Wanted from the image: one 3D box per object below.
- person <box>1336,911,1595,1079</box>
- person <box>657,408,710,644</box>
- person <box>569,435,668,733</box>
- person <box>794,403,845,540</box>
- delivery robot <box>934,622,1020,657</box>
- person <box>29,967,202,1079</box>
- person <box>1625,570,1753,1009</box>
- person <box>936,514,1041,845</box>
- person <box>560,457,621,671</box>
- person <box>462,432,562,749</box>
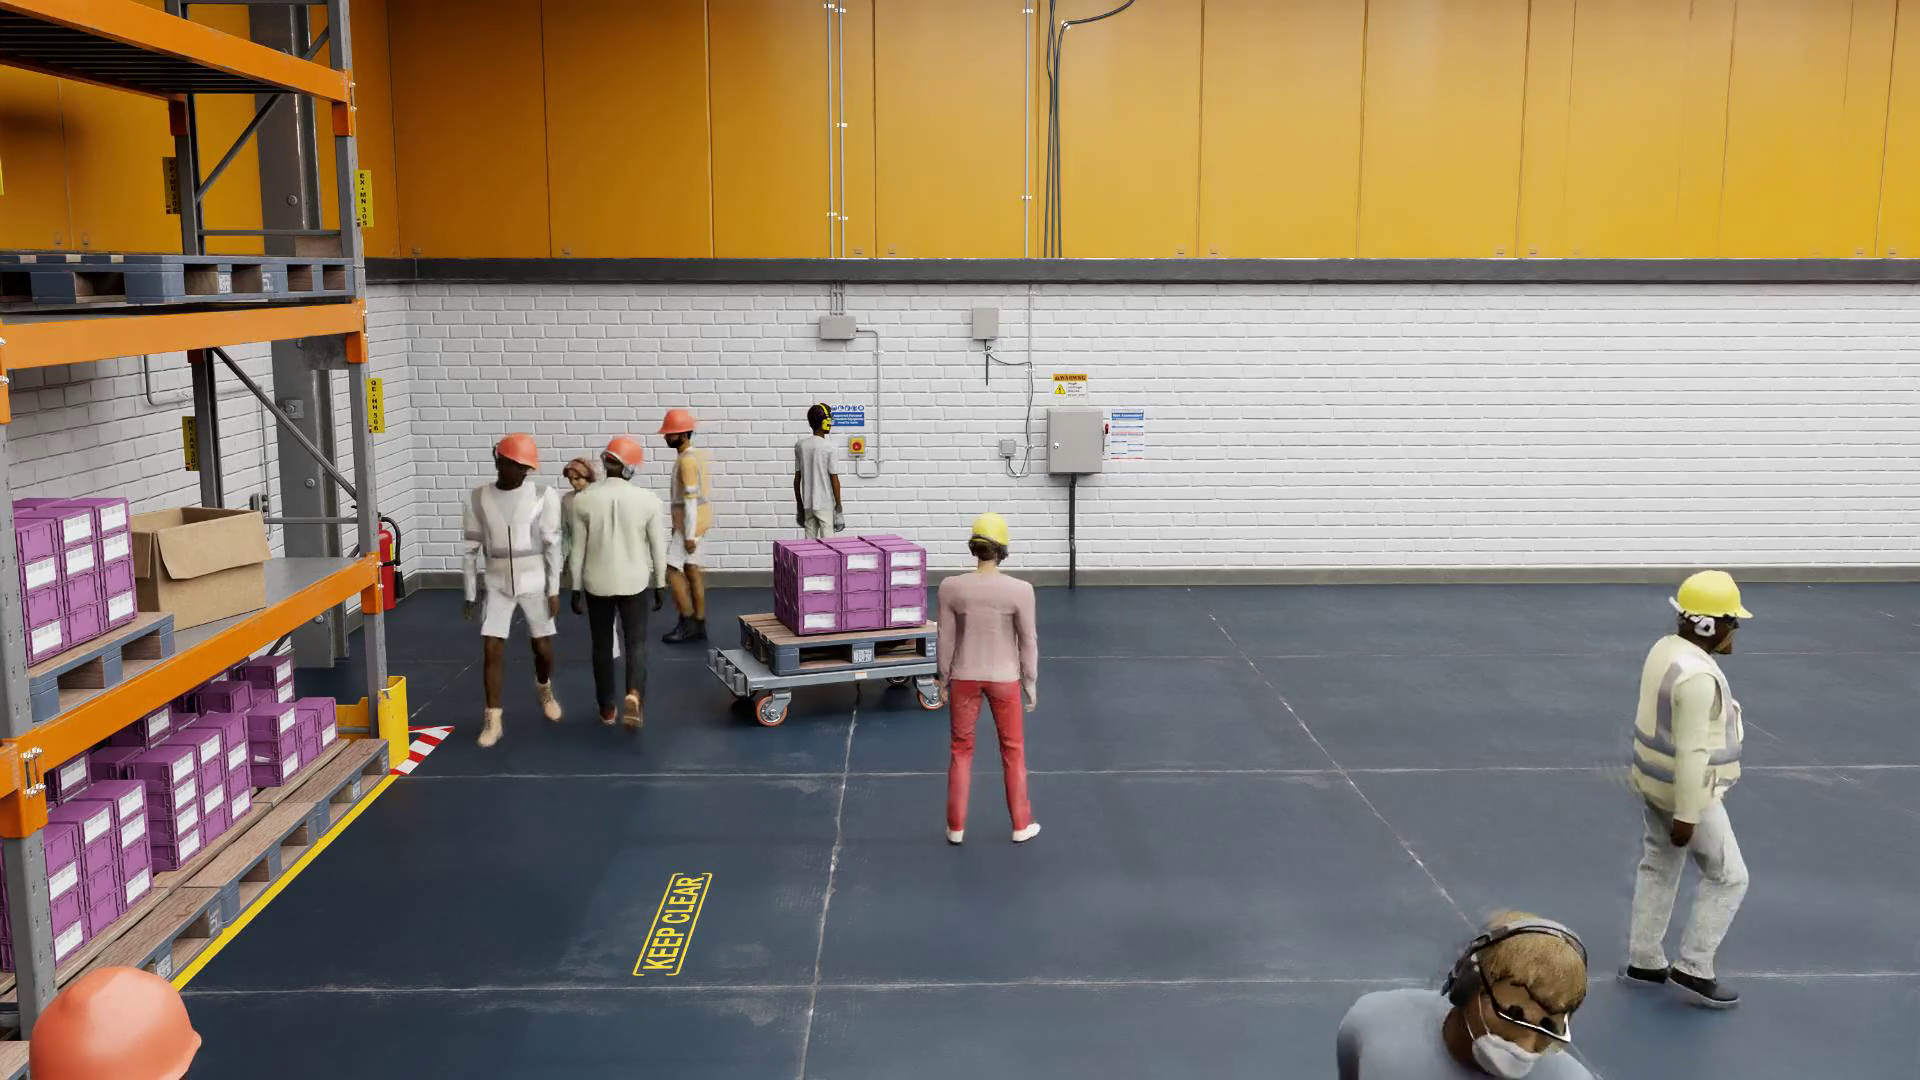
[{"bbox_3d":[0.942,1.577,3.234,0.364,1.884,0.720,-9,13,-43],"label":"person"},{"bbox_3d":[-2.264,-0.113,13.498,0.465,1.922,0.606,0,9,-1],"label":"person"},{"bbox_3d":[-2.229,0.299,10.870,0.641,1.961,0.777,-2,9,-12],"label":"person"},{"bbox_3d":[-1.223,-0.263,14.554,0.520,1.874,0.332,7,11,36],"label":"person"},{"bbox_3d":[0.117,0.717,12.285,0.707,0.478,0.477,-3,10,-16],"label":"delivery robot"},{"bbox_3d":[-1.332,1.626,2.772,0.552,1.935,0.373,-2,9,-12],"label":"person"},{"bbox_3d":[3.068,1.020,6.881,0.540,1.814,0.595,1,9,6],"label":"person"},{"bbox_3d":[0.155,0.742,8.788,0.587,1.752,0.386,1,9,8],"label":"person"},{"bbox_3d":[-2.809,0.173,12.642,0.537,1.611,0.606,5,11,29],"label":"person"},{"bbox_3d":[-2.903,0.291,10.754,0.653,2.003,0.701,-1,9,-6],"label":"person"}]
